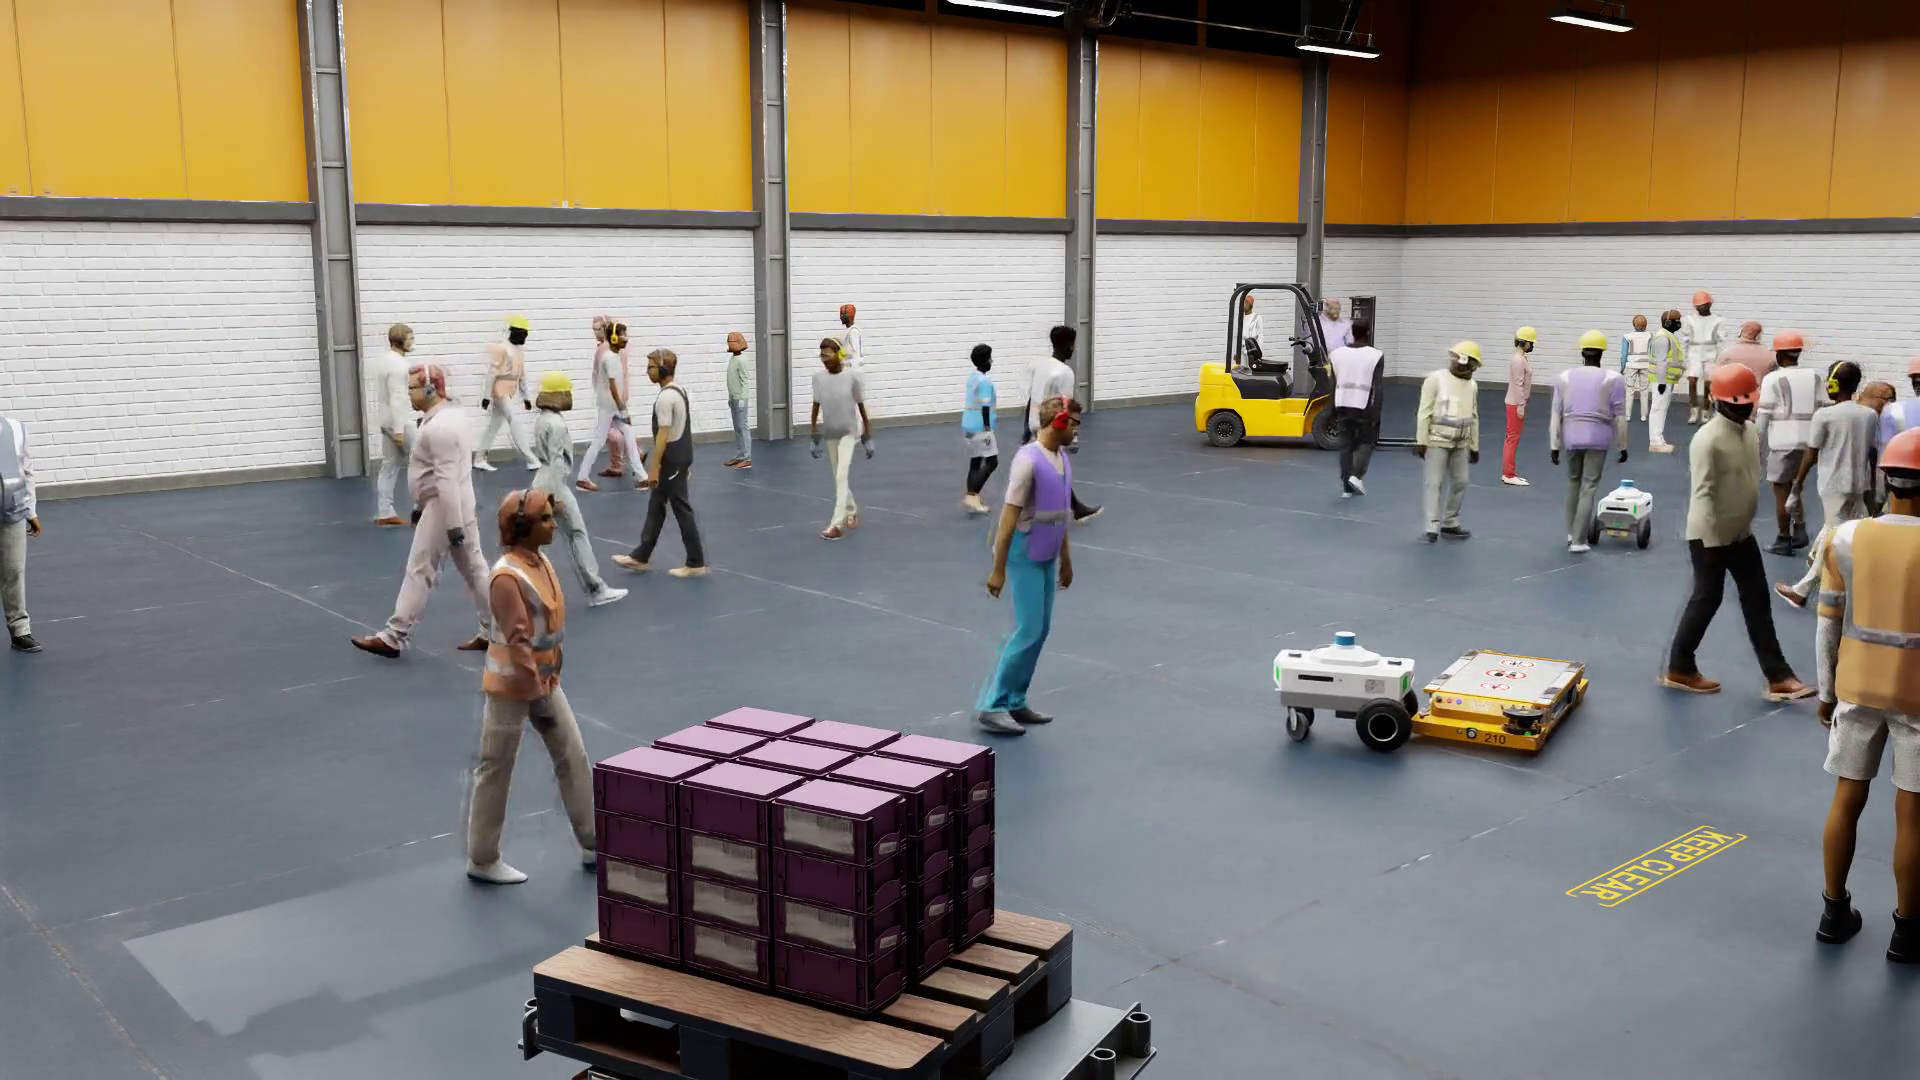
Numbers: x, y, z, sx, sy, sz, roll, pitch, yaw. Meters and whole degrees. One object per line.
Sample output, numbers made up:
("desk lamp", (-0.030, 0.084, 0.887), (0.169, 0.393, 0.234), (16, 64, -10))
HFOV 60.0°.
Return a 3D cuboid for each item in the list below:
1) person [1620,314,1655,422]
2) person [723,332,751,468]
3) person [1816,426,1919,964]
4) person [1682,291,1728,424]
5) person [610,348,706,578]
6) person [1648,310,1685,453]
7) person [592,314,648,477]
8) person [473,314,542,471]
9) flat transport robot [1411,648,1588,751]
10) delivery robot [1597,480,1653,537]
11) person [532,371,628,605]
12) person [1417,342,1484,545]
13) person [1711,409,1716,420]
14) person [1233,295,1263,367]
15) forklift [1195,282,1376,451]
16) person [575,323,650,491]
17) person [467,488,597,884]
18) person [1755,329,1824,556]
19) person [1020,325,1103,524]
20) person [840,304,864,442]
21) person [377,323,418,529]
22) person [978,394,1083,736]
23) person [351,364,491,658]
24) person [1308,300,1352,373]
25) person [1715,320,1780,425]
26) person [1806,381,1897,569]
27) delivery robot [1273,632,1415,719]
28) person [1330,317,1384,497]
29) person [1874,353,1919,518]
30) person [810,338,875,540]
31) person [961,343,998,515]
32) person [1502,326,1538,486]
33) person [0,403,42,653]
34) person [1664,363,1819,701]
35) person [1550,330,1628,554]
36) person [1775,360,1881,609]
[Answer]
("person", (10.377, -2.625, 25.468), (0.514, 1.645, 0.307), (1, 10, 8))
("person", (-2.670, -1.676, 19.940), (0.278, 1.634, 0.498), (-5, 11, -25))
("person", (3.385, 0.554, 6.018), (0.371, 1.931, 0.543), (-8, 12, -39))
("person", (11.139, -2.710, 24.925), (0.660, 1.993, 0.786), (5, 11, 29))
("person", (-2.399, -0.593, 13.087), (0.836, 1.810, 0.548), (0, 10, -1))
("person", (9.172, -2.065, 21.612), (0.430, 1.845, 0.624), (6, 11, 31))
("person", (-3.885, -1.618, 18.886), (0.574, 1.879, 0.682), (1, 10, 5))
("person", (-5.302, -1.718, 19.572), (1.023, 1.842, 0.594), (1, 10, 3))
("flat transport robot", (2.987, 0.849, 9.142), (0.652, 0.197, 1.431), (6, 11, 30))
("delivery robot", (5.881, -0.288, 14.697), (0.477, 0.478, 0.707), (6, 12, 32))
("person", (-2.798, -0.354, 11.945), (0.823, 1.705, 0.512), (-6, 11, -30))
("person", (4.317, -0.849, 14.693), (0.667, 1.783, 0.405), (-4, 11, -24))
("person", (8.464, -1.349, 18.091), (0.519, 1.618, 0.360), (-4, 10, -21))
("person", (4.803, -3.141, 27.788), (0.337, 1.882, 0.583), (-7, 12, -37))
("forklift", (4.328, -2.346, 22.227), (2.313, 2.155, 1.214), (3, 10, 16))
("person", (-3.723, -1.418, 17.901), (0.970, 1.818, 0.517), (1, 10, 3))
("person", (-1.657, 0.600, 6.656), (0.775, 1.611, 0.512), (1, 10, 6))
("person", (7.017, -0.825, 14.132), (0.562, 1.915, 0.467), (-3, 10, -17))
("person", (0.870, -1.045, 15.470), (1.057, 1.896, 0.619), (-4, 11, -23))
("person", (-1.488, -2.276, 22.724), (0.358, 1.885, 0.572), (-1, 10, -8))
("person", (-5.086, -1.060, 15.515), (0.832, 1.910, 0.662), (-5, 11, -27))
("person", (0.405, 0.123, 8.909), (0.458, 1.801, 0.599), (4, 10, 22))
("person", (-3.377, -0.177, 10.523), (0.979, 1.857, 0.648), (-1, 10, -7))
("person", (5.672, -2.714, 25.325), (0.669, 1.869, 0.824), (-2, 10, -11))
("person", (8.216, -1.360, 17.420), (0.663, 1.866, 0.655), (2, 10, 9))
("person", (6.931, -0.441, 12.815), (0.500, 1.596, 0.842), (-2, 10, -12))
("delivery robot", (2.017, 0.727, 8.754), (0.707, 0.478, 0.477), (3, 10, 19))
("person", (4.152, -1.382, 17.451), (0.595, 1.905, 0.433), (6, 11, 32))
("person", (6.512, -0.325, 11.269), (0.581, 1.902, 0.738), (6, 11, 31))
("person", (-1.059, -0.933, 15.109), (0.578, 1.817, 0.988), (4, 10, 20))
("person", (0.161, -1.078, 16.306), (0.407, 1.677, 0.565), (-4, 10, -21))
("person", (6.222, -1.490, 18.489), (0.320, 1.762, 0.522), (3, 10, 14))
("person", (-6.120, -0.163, 10.499), (0.404, 1.831, 0.600), (7, 12, 36))
("person", (4.418, -0.021, 9.370), (0.652, 1.934, 0.901), (-7, 12, -36))
("person", (5.448, -0.851, 14.352), (0.597, 1.896, 0.814), (8, 12, 39))
("person", (6.061, -0.332, 11.559), (0.539, 1.816, 1.014), (-3, 10, -17))
